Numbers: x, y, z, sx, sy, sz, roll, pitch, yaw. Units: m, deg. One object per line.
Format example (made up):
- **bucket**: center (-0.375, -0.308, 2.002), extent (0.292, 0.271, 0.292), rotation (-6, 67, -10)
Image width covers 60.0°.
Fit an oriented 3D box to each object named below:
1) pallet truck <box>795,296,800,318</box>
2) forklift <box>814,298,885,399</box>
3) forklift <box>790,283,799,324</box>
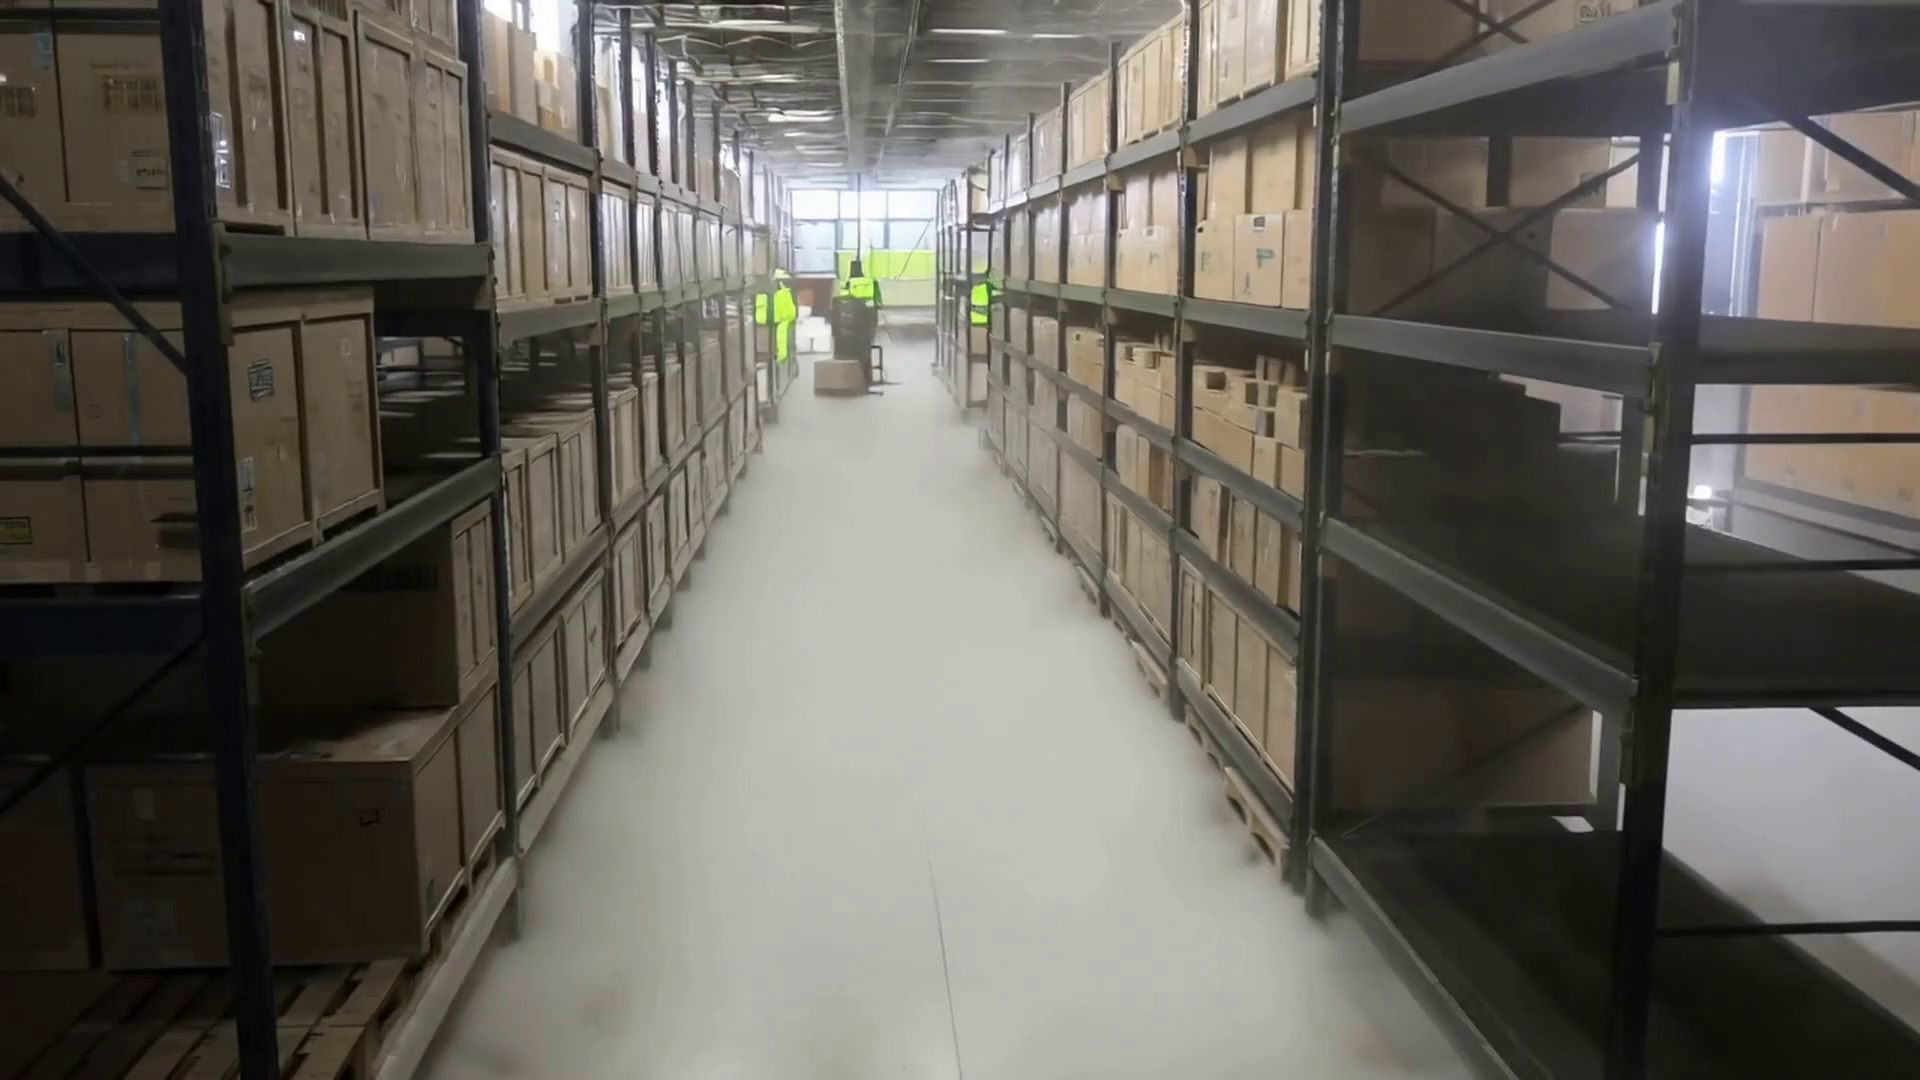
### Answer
- **pallet truck**: center (-8.622, -12.439, 91.403), extent (1.885, 1.965, 0.823), rotation (2, 10, 13)
- **forklift**: center (-3.156, -5.413, 46.804), extent (1.129, 2.768, 1.873), rotation (7, 12, 37)
- **forklift**: center (-8.516, -11.137, 80.992), extent (1.129, 2.768, 1.873), rotation (-5, 11, -30)
